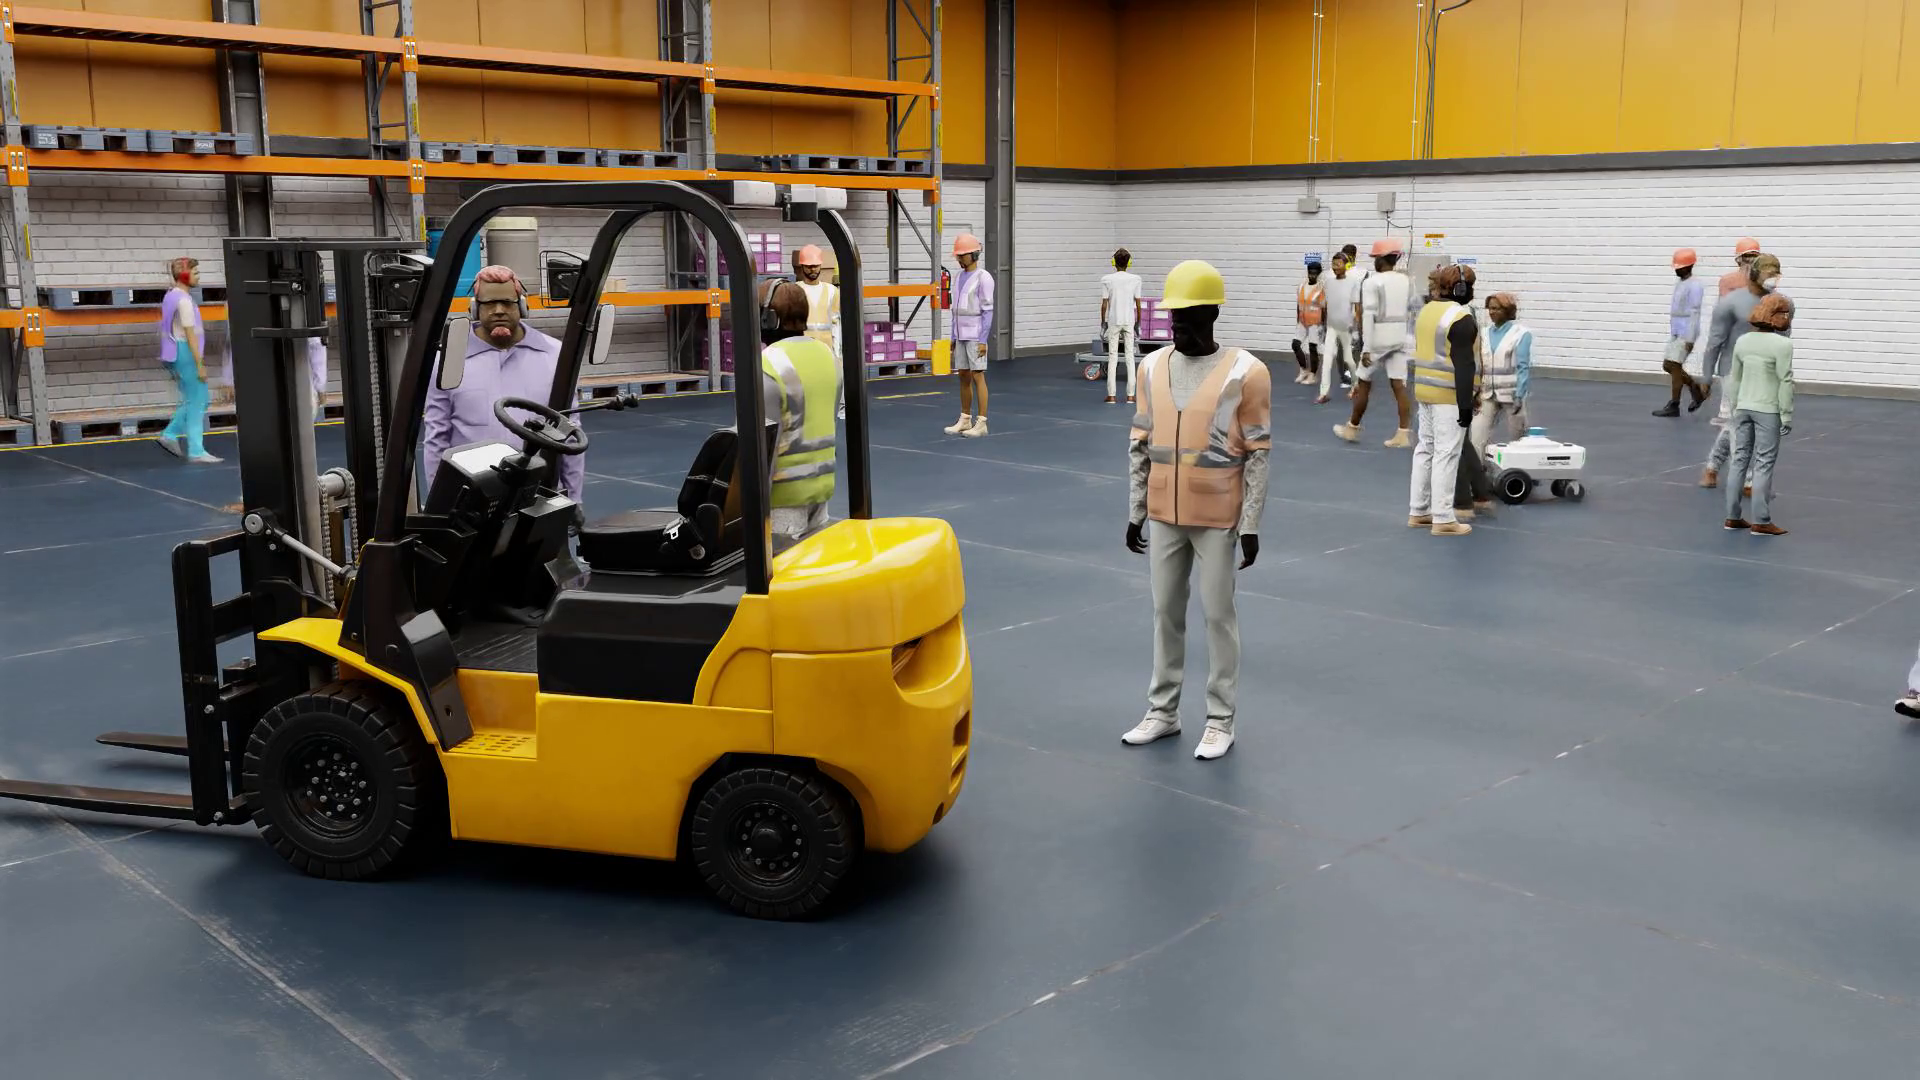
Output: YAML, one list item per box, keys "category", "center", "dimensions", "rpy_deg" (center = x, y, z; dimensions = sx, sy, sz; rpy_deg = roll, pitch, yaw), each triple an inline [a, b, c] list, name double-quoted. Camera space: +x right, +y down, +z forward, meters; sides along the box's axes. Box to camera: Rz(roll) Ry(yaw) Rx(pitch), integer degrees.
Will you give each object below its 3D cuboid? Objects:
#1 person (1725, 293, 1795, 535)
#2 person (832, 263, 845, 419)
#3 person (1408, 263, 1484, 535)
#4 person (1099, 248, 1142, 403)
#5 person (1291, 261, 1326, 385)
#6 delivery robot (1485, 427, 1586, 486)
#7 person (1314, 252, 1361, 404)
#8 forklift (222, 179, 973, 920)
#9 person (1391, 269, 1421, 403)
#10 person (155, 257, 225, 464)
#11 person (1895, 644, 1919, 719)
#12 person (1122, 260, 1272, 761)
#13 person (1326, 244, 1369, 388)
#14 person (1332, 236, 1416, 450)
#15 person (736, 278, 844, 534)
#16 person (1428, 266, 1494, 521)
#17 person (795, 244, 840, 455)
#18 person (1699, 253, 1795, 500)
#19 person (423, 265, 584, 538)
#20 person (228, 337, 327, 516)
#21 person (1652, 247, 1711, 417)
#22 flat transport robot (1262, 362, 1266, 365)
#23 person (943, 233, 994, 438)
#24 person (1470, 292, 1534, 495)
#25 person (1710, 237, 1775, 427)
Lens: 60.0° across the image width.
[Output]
- category: "person"
  center: [5.446, -0.851, 11.299]
  dimensions: [0.279, 1.633, 0.501]
  rpy_deg: [-4, 11, -19]
- category: "person"
  center: [-1.268, -2.215, 18.432]
  dimensions: [0.290, 1.746, 0.487]
  rpy_deg: [-4, 11, -21]
- category: "person"
  center: [3.323, -0.955, 11.337]
  dimensions: [0.430, 1.835, 0.621]
  rpy_deg: [-2, 11, -12]
- category: "person"
  center: [1.943, -2.581, 20.099]
  dimensions: [0.514, 1.867, 0.328]
  rpy_deg: [0, 10, -1]
- category: "person"
  center: [4.714, -2.914, 22.424]
  dimensions: [0.395, 1.668, 0.562]
  rpy_deg: [-8, 13, -36]
- category: "delivery robot"
  center: [4.389, -0.618, 12.714]
  dimensions: [0.707, 0.478, 0.477]
  rpy_deg: [-1, 10, -3]
- category: "person"
  center: [4.644, -2.578, 20.193]
  dimensions: [0.533, 1.833, 0.951]
  rpy_deg: [8, 13, 38]
- category: "forklift"
  center: [-1.114, -0.058, 5.440]
  dimensions: [2.313, 2.155, 1.214]
  rpy_deg: [2, 11, 13]
- category: "person"
  center: [5.277, -2.454, 20.099]
  dimensions: [0.650, 1.611, 0.501]
  rpy_deg: [-9, 14, -41]
- category: "person"
  center: [-6.815, -1.565, 14.655]
  dimensions: [0.443, 1.828, 0.573]
  rpy_deg: [-6, 12, -31]
- category: "person"
  center: [4.227, -0.089, 6.875]
  dimensions: [0.541, 1.722, 0.886]
  rpy_deg: [10, 14, 42]
- category: "person"
  center: [0.904, -0.113, 6.470]
  dimensions: [0.594, 1.926, 0.367]
  rpy_deg: [8, 13, 36]
- category: "person"
  center: [5.156, -2.973, 22.136]
  dimensions: [0.617, 1.897, 0.445]
  rpy_deg: [6, 12, 32]
- category: "person"
  center: [3.995, -1.883, 15.918]
  dimensions: [0.661, 1.996, 0.993]
  rpy_deg: [-5, 11, -25]
- category: "person"
  center: [-0.751, -0.181, 7.075]
  dimensions: [0.429, 1.844, 0.624]
  rpy_deg: [5, 11, 25]
- category: "person"
  center: [3.511, -1.033, 11.814]
  dimensions: [0.536, 1.815, 0.454]
  rpy_deg: [-9, 14, -40]
- category: "person"
  center: [-1.349, -1.722, 15.218]
  dimensions: [0.552, 1.937, 0.356]
  rpy_deg: [-4, 11, -21]
- category: "person"
  center: [6.088, -1.287, 12.993]
  dimensions: [0.629, 1.901, 0.925]
  rpy_deg: [-2, 11, -12]
- category: "person"
  center: [-1.870, -0.172, 6.875]
  dimensions: [0.639, 1.902, 0.402]
  rpy_deg: [-4, 11, -22]
- category: "person"
  center: [-4.979, -1.119, 12.080]
  dimensions: [0.792, 1.902, 0.380]
  rpy_deg: [-10, 14, -43]
- category: "person"
  center: [8.057, -2.294, 18.447]
  dimensions: [0.551, 1.892, 0.602]
  rpy_deg: [1, 10, 3]
- category: "flat transport robot"
  center: [3.922, -2.532, 24.175]
  dimensions: [0.652, 0.197, 1.431]
  rpy_deg: [-2, 11, -9]
- category: "person"
  center: [0.084, -2.050, 16.729]
  dimensions: [0.380, 2.039, 0.607]
  rpy_deg: [-7, 13, -34]
- category: "person"
  center: [4.156, -1.095, 12.716]
  dimensions: [0.840, 1.600, 0.523]
  rpy_deg: [-9, 13, -39]
- category: "person"
  center: [8.274, -2.188, 17.599]
  dimensions: [0.610, 1.995, 0.375]
  rpy_deg: [-1, 10, -4]
